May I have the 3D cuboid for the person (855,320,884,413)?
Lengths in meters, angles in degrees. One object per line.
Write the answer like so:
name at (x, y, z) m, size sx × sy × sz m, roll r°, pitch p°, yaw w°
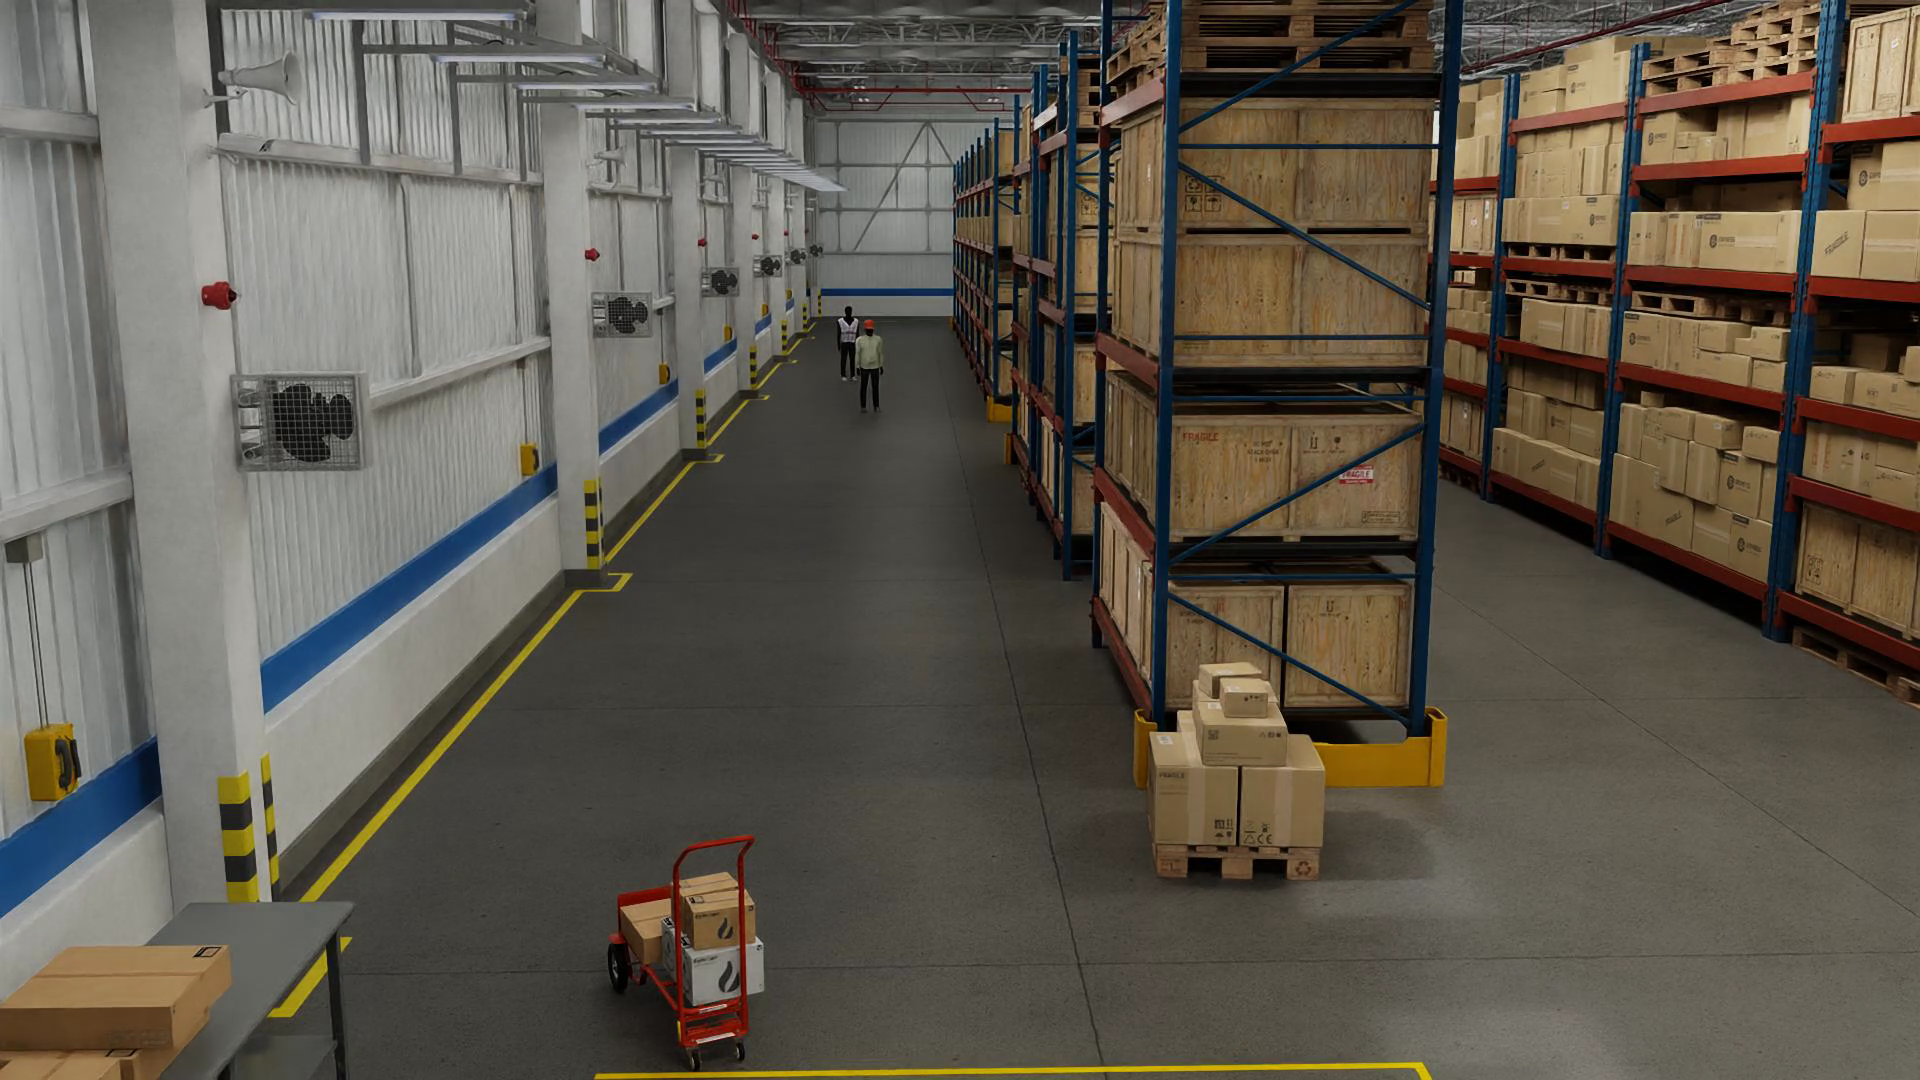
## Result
person at (-1.928, -3.703, 35.456) m, size 0.617 × 1.986 × 0.408 m, roll -4°, pitch 11°, yaw -19°

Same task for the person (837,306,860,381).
person at (-2.850, -5.015, 42.470) m, size 0.589 × 1.912 × 0.397 m, roll -4°, pitch 12°, yaw -20°

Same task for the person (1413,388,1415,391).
person at (11.128, -4.491, 39.934) m, size 0.563 × 1.838 × 0.388 m, roll -6°, pitch 13°, yaw -30°
